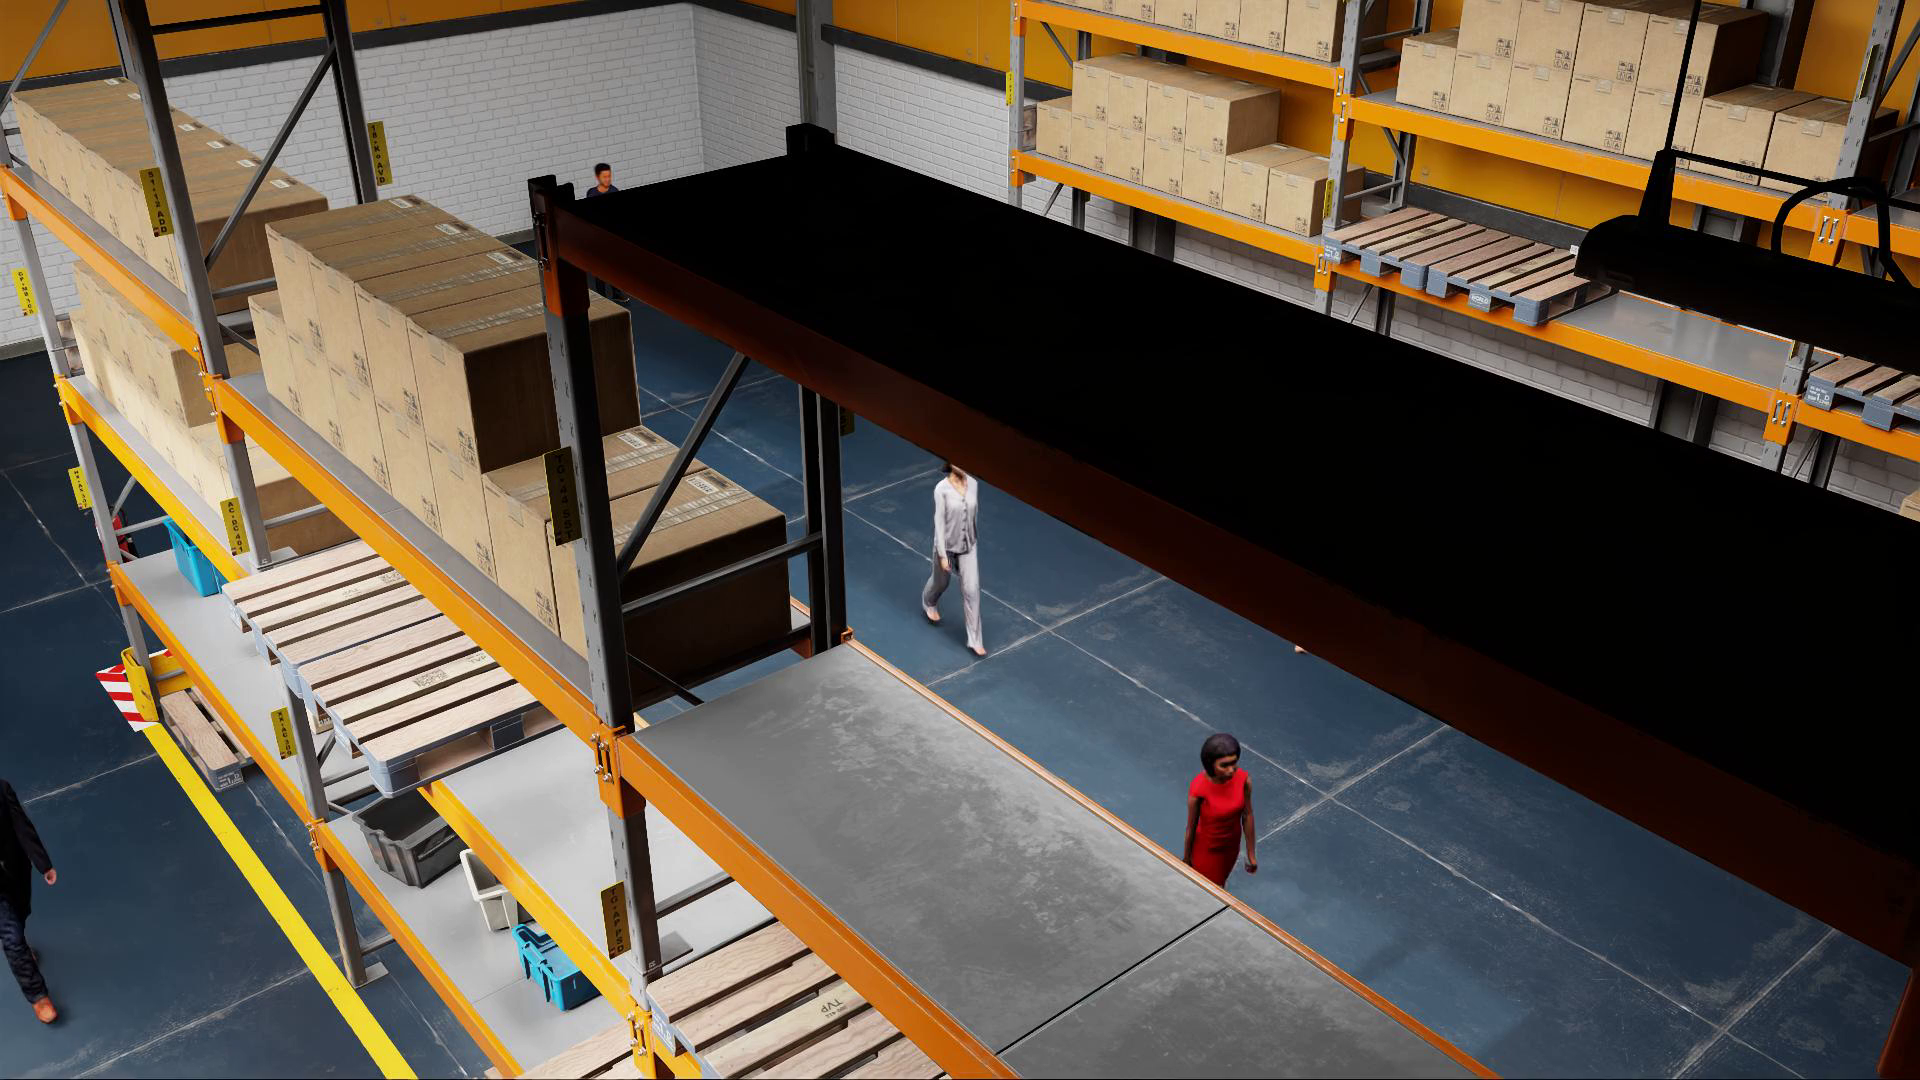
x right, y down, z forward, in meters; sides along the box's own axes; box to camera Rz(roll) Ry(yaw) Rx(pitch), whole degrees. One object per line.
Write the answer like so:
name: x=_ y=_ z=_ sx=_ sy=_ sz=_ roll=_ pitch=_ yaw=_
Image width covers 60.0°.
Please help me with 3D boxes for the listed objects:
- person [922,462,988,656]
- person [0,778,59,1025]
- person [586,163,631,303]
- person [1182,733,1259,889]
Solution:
person: x=-0.102 y=0.029 z=13.573 sx=0.755 sy=1.729 sz=1.168 roll=-14 pitch=32 yaw=-24
person: x=-5.794 y=1.966 z=9.974 sx=1.200 sy=1.775 sz=0.806 roll=22 pitch=35 yaw=34
person: x=-4.363 y=-3.774 z=20.484 sx=0.658 sy=1.787 sz=0.546 roll=-26 pitch=38 yaw=-38
person: x=1.520 y=1.867 z=10.219 sx=0.726 sy=1.715 sz=1.092 roll=-14 pitch=32 yaw=-24
